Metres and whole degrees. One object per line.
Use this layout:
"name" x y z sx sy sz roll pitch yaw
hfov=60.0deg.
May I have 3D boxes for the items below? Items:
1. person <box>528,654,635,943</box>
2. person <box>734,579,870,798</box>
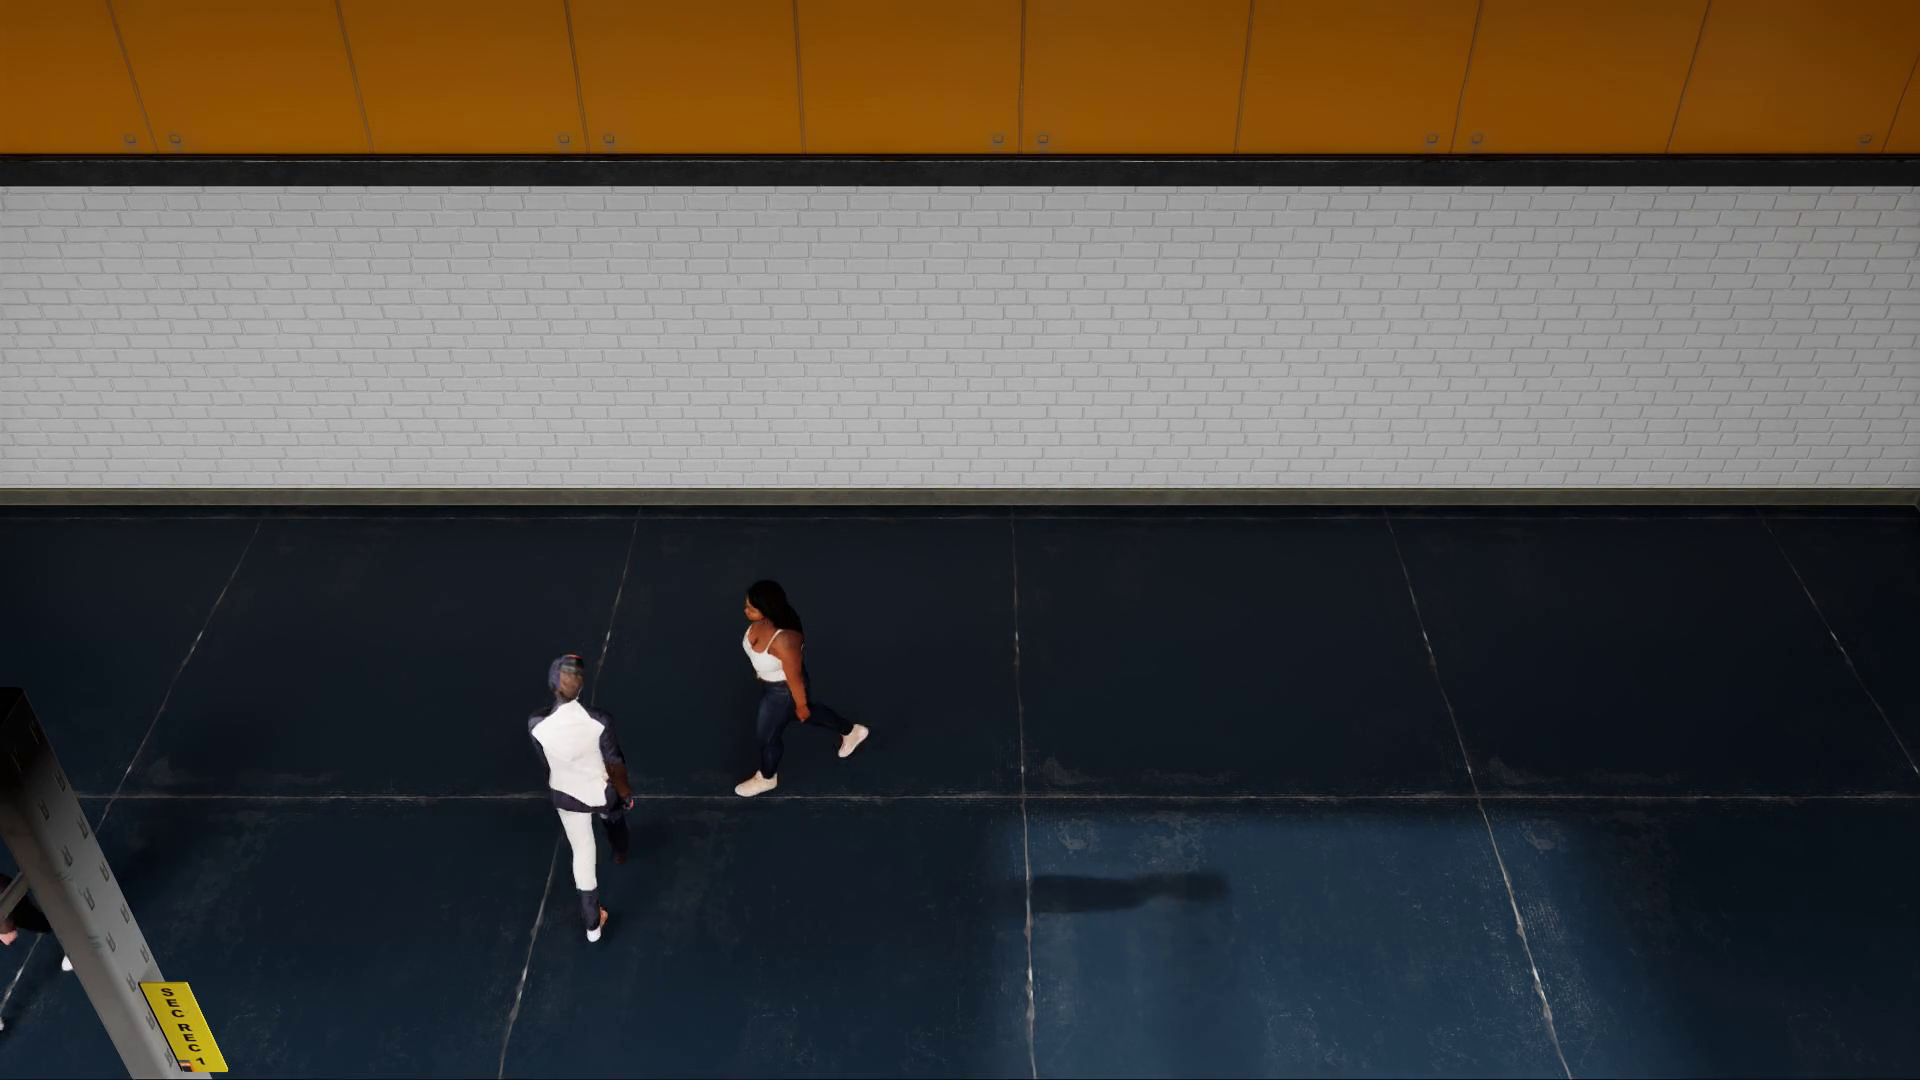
"person" -2.202 1.532 9.684 0.758 1.850 1.173 -1 39 -1
"person" -1.022 0.901 10.538 0.963 1.770 1.195 -8 39 -10
